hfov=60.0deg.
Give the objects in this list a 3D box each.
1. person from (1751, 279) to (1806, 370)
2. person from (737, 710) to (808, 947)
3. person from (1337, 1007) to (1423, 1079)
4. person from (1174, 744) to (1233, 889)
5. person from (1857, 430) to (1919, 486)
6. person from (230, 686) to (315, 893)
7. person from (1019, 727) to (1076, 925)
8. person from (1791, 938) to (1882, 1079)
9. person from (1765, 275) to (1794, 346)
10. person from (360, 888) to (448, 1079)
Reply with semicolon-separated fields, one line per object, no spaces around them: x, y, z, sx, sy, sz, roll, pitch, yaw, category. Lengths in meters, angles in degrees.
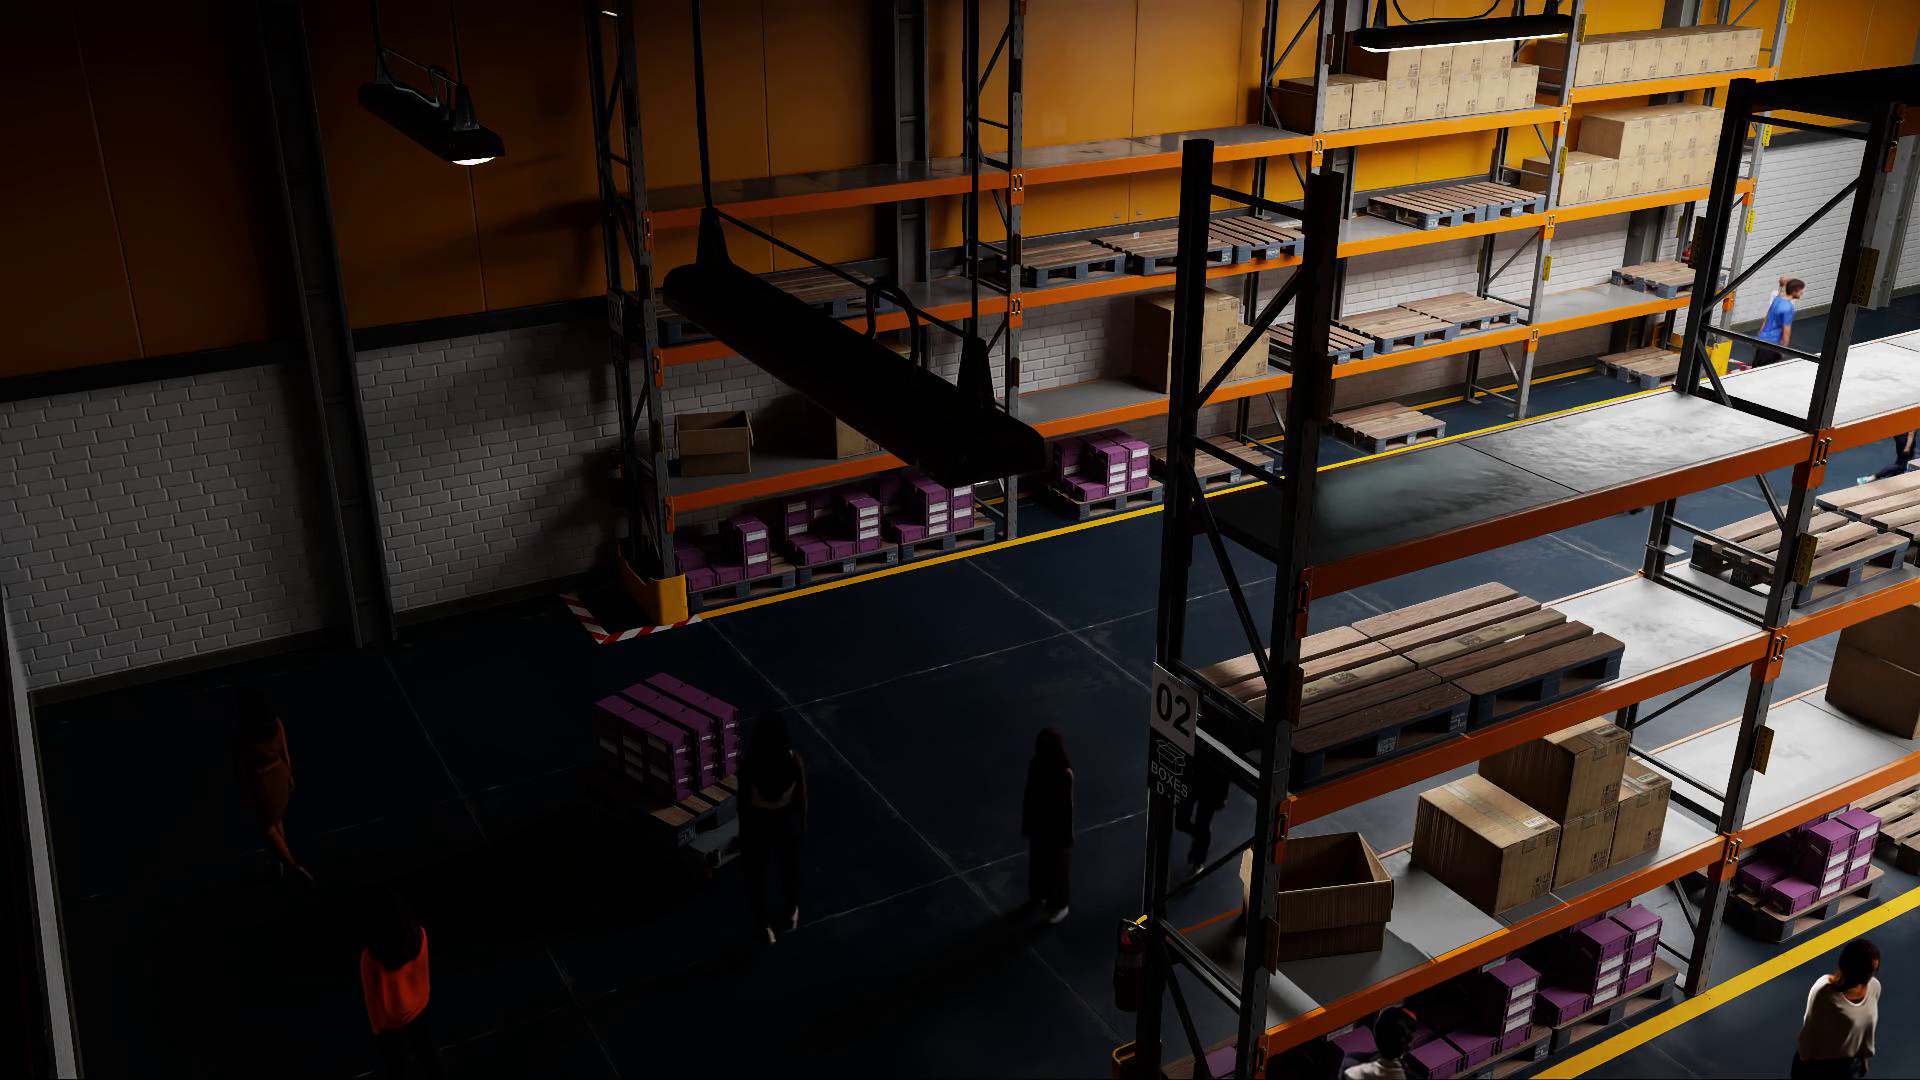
10.716;-2.584;22.190;1.167;1.812;1.054;0;24;0;person
-1.316;2.027;11.648;0.839;1.807;0.843;-5;24;-11;person
2.197;3.255;8.731;0.767;1.893;0.743;16;29;33;person
1.831;1.775;12.371;0.770;1.689;0.821;14;27;30;person
10.787;-1.191;19.158;0.973;1.687;0.911;6;24;13;person
-5.044;1.862;12.200;0.859;1.667;1.013;18;29;35;person
0.644;2.021;11.968;0.628;1.561;0.636;17;29;34;person
5.018;2.988;9.611;0.591;1.678;0.740;-4;24;-10;person
12.019;-3.276;24.441;0.585;1.277;0.642;7;25;16;person
-3.309;2.820;9.907;0.762;1.748;0.655;13;27;27;person
